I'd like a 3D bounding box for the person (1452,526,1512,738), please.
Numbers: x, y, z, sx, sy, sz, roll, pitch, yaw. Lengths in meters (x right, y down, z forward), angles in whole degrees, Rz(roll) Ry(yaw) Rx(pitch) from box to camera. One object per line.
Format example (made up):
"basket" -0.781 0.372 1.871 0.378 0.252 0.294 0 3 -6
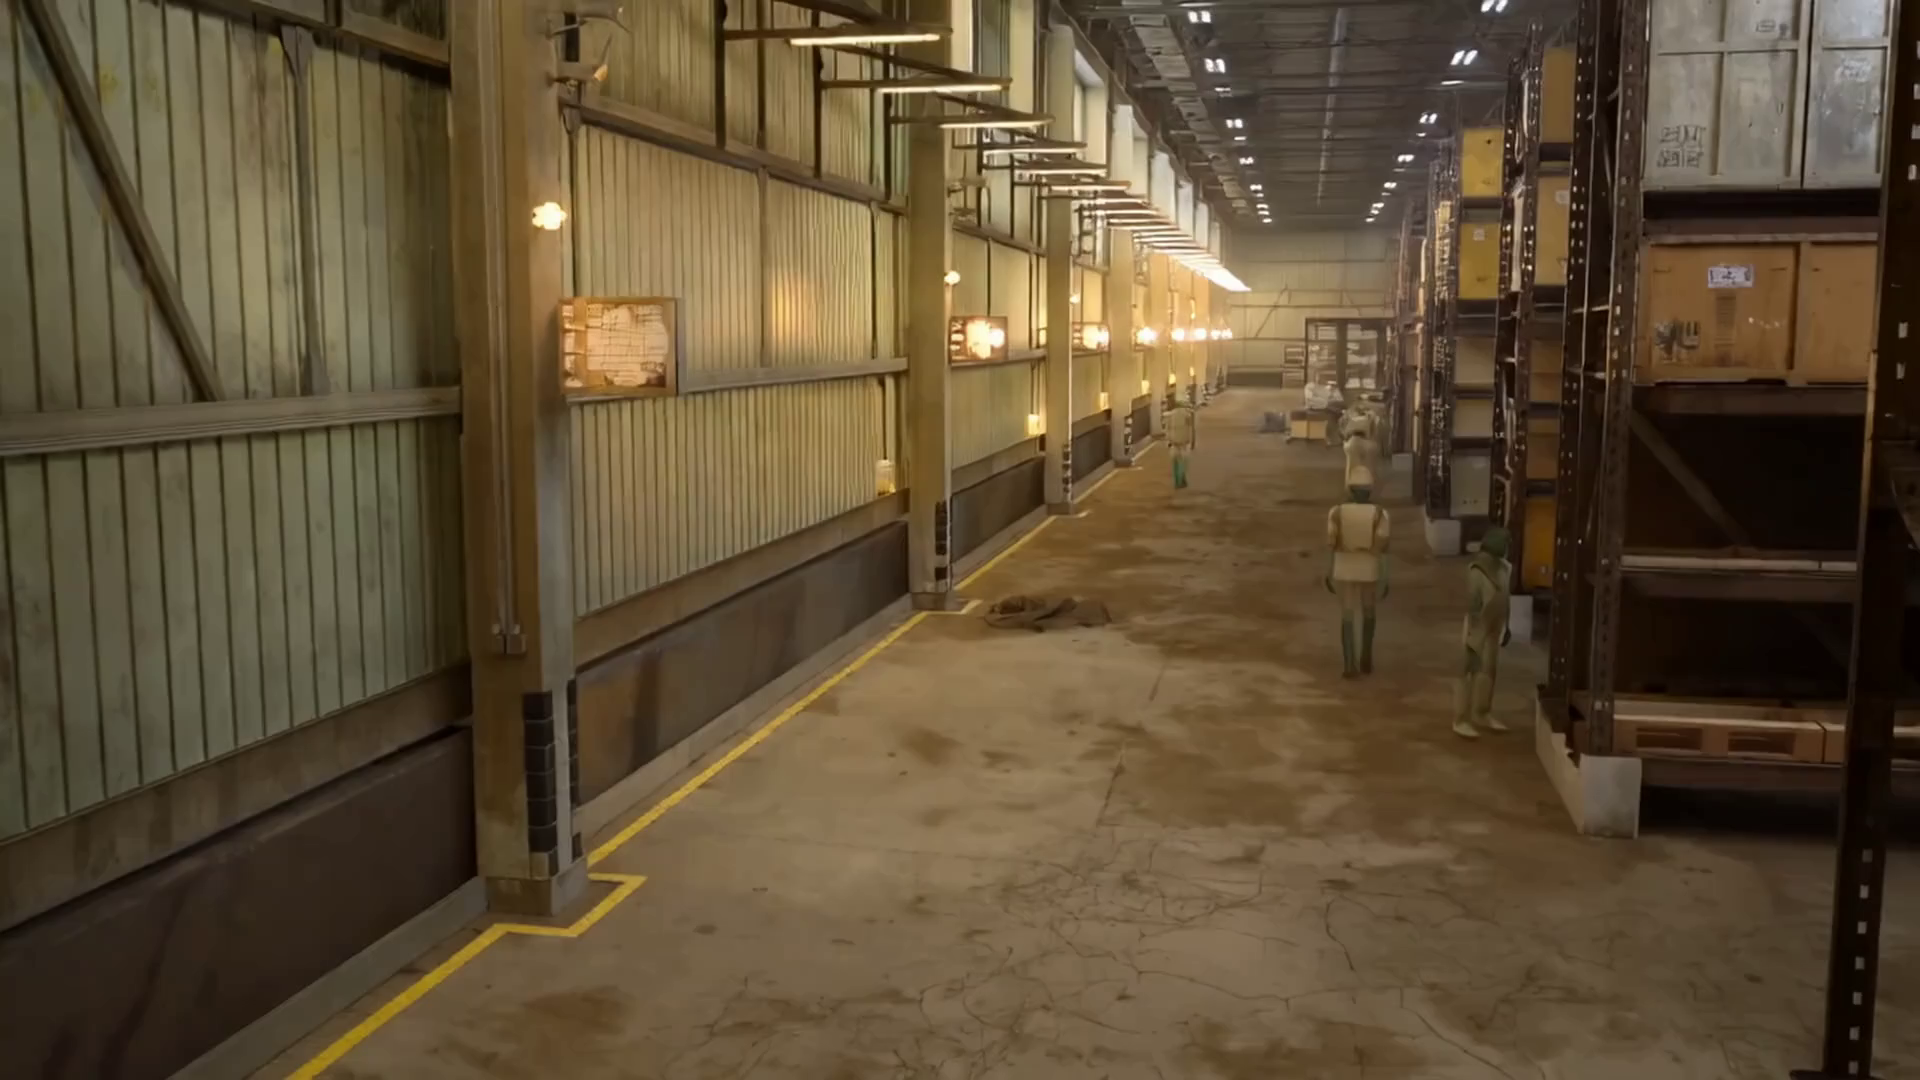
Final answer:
"person" 4.043 0.702 12.768 0.527 1.628 0.323 -5 9 -36

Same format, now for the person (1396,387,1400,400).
"person" 12.433 -3.599 46.765 0.346 1.735 0.485 -6 9 -38

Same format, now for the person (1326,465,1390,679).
"person" 3.538 0.300 14.824 0.543 1.922 0.471 2 7 12

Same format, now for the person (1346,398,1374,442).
"person" 8.546 -2.181 35.502 0.576 1.712 0.882 1 7 11

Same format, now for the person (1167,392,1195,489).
"person" 4.368 -1.951 32.810 0.577 1.922 0.404 3 8 20

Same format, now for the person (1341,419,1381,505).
"person" 5.939 -0.878 24.618 0.620 1.818 0.424 4 8 30
